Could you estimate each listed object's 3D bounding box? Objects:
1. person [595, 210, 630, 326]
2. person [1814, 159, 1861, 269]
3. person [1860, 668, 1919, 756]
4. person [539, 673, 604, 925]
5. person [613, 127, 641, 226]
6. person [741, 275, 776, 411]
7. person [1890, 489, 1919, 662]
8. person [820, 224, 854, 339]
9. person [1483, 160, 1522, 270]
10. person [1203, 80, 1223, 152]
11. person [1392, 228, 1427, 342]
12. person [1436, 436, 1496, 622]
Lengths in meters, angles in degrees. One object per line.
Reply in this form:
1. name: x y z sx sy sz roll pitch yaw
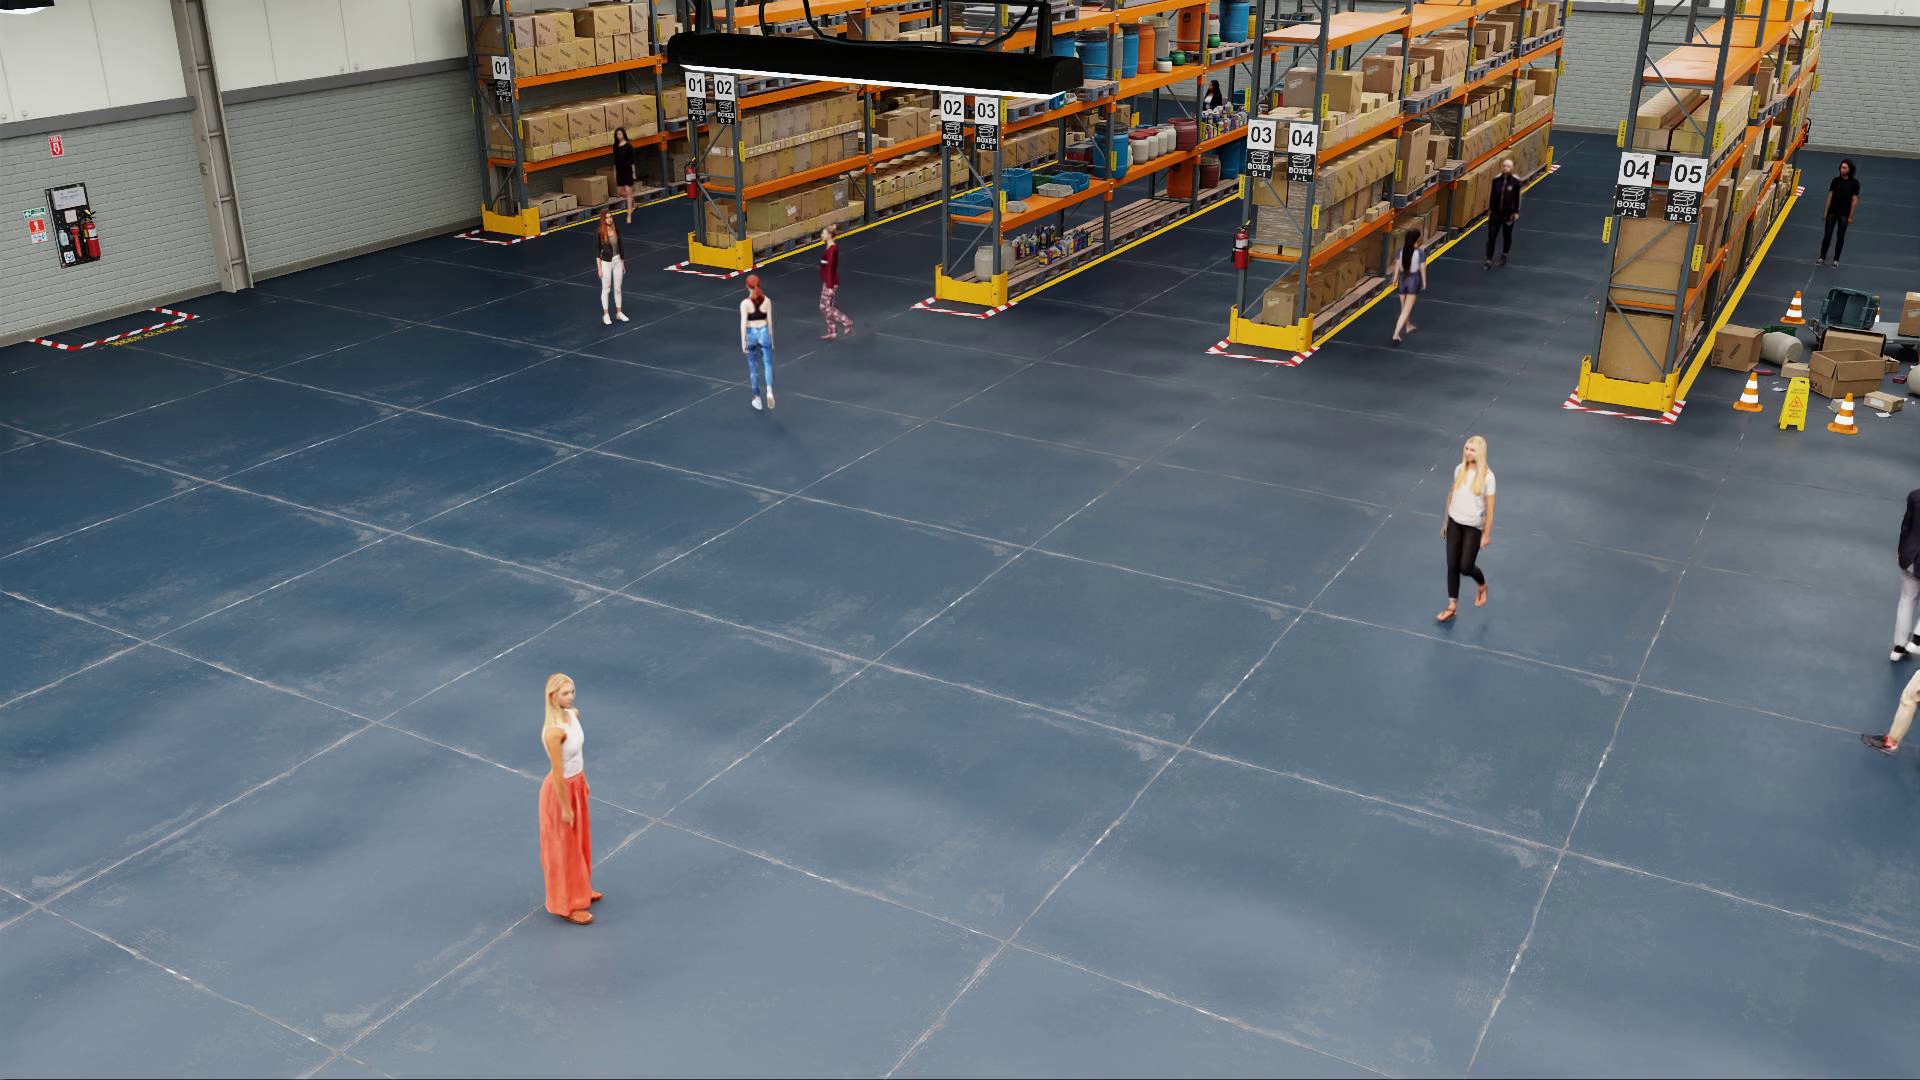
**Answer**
1. person: -5.257 -4.125 25.017 0.583 1.704 0.719 -17 28 -34
2. person: 14.941 -5.567 28.240 0.624 1.834 0.685 -20 30 -39
3. person: 7.705 0.989 12.827 0.994 1.831 0.986 -13 26 -28
4. person: -2.651 1.711 11.166 0.775 1.802 0.659 3 23 7
5. person: -6.267 -6.878 31.384 0.670 1.787 0.932 9 25 20
6. person: -2.526 -2.457 21.003 0.918 1.775 0.950 -8 24 -18
7. person: 8.432 0.185 14.580 0.756 1.940 0.784 -19 30 -38
8. person: -1.806 -3.731 24.116 0.856 1.683 0.802 -1 23 -3
9. person: 9.220 -5.506 28.157 0.705 1.788 1.193 12 26 27
10. person: 5.865 -9.875 38.648 0.697 1.617 0.693 20 30 39
11. person: 6.443 -3.642 24.007 0.776 1.604 1.124 20 30 39
12. person: 4.760 -0.122 15.462 0.899 1.814 0.765 -18 29 -36
